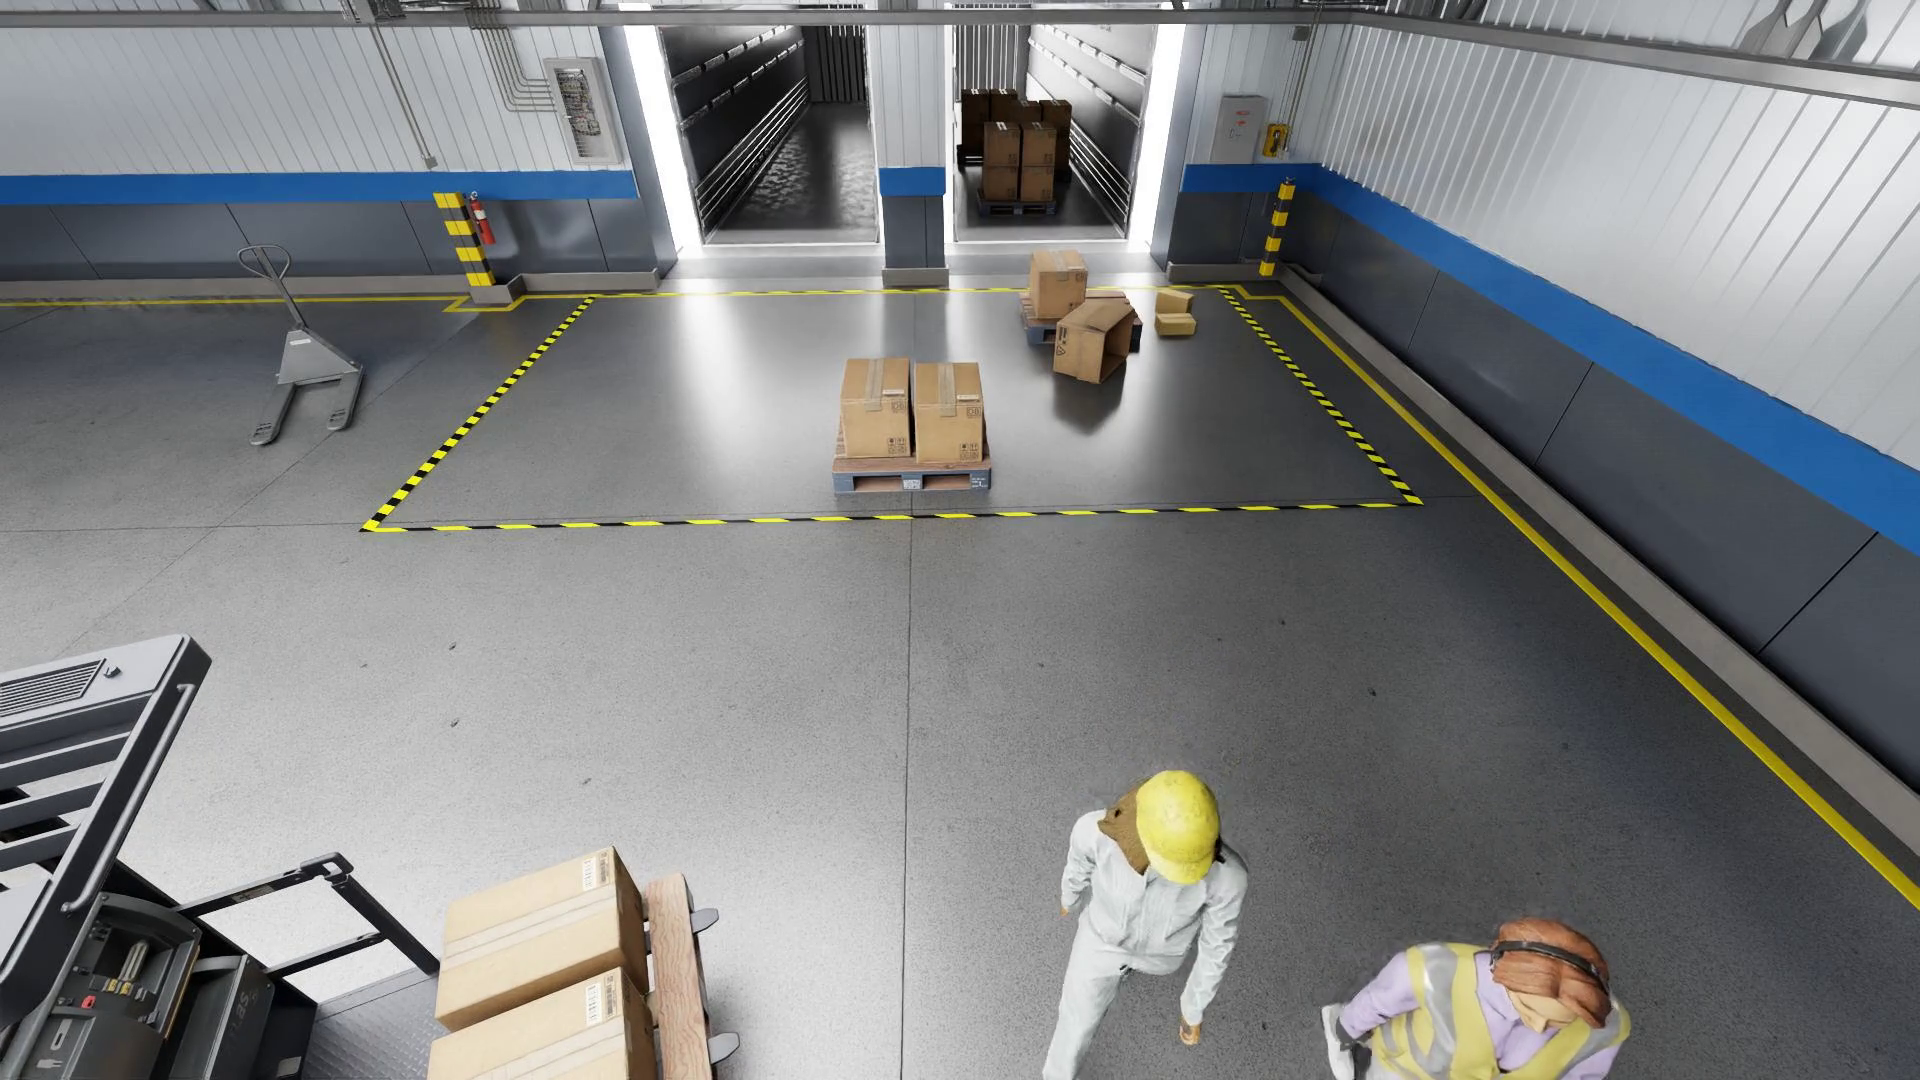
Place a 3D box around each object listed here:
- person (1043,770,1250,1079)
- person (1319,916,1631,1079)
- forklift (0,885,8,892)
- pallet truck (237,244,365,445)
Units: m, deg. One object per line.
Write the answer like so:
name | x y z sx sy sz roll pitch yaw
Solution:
person | 0.542 1.226 2.270 0.486 1.686 0.903 8 39 10
person | 1.332 1.481 2.026 0.503 1.581 0.874 4 39 5
forklift | -2.319 1.487 1.663 0.776 2.013 0.716 -15 41 -18
pallet truck | -5.915 -1.733 6.366 0.680 1.201 1.601 -18 42 -21
